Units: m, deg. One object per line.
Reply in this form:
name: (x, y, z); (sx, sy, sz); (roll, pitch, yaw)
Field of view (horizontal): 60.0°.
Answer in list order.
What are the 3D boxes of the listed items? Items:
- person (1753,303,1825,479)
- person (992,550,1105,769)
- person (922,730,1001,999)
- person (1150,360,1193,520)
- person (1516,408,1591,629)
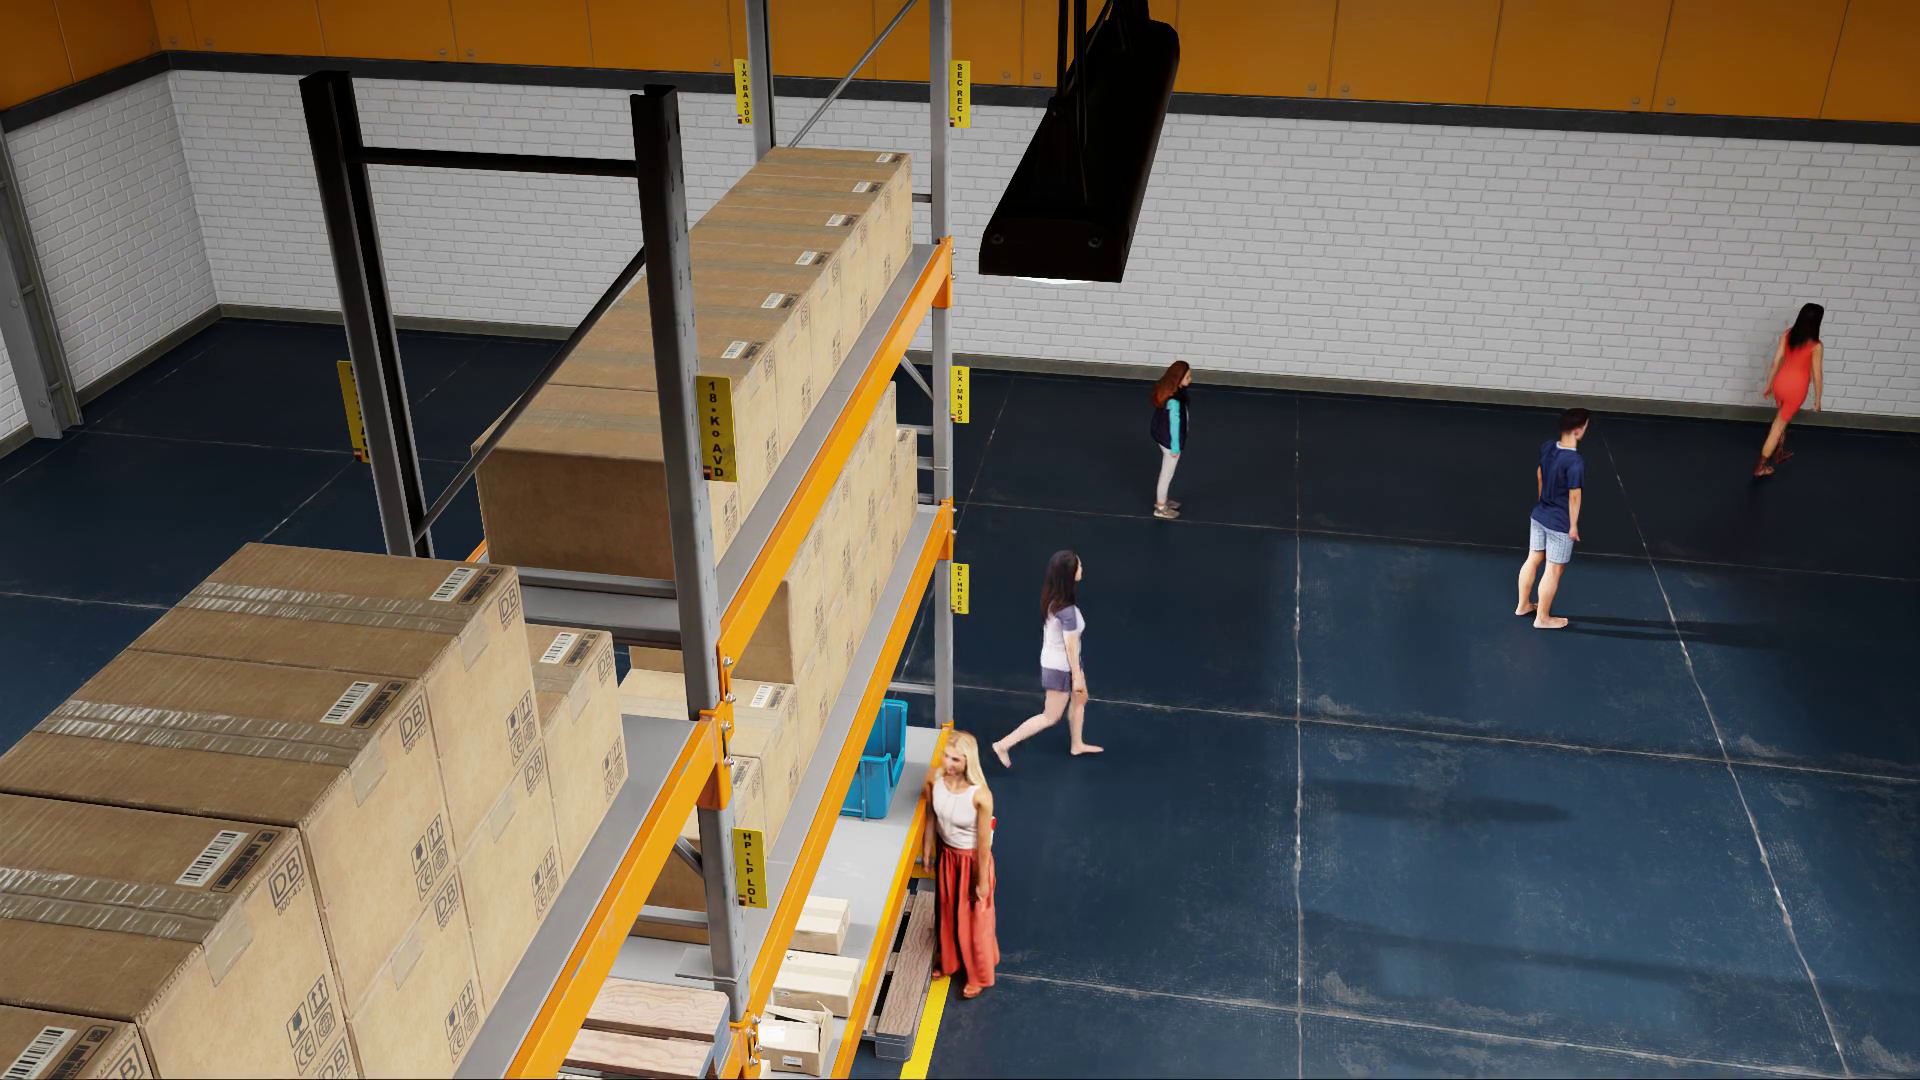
person: (7.610, -1.348, 15.374); (0.970, 1.696, 0.932); (-15, 32, -26)
person: (0.612, 0.859, 11.348); (0.889, 1.677, 1.068); (-4, 29, -8)
person: (0.018, 1.825, 9.448); (0.722, 1.800, 0.748); (21, 35, 33)
person: (1.867, -0.911, 14.781); (0.640, 1.496, 0.521); (2, 29, 4)
person: (4.669, -0.175, 13.068); (0.768, 1.845, 0.664); (-10, 30, -18)
